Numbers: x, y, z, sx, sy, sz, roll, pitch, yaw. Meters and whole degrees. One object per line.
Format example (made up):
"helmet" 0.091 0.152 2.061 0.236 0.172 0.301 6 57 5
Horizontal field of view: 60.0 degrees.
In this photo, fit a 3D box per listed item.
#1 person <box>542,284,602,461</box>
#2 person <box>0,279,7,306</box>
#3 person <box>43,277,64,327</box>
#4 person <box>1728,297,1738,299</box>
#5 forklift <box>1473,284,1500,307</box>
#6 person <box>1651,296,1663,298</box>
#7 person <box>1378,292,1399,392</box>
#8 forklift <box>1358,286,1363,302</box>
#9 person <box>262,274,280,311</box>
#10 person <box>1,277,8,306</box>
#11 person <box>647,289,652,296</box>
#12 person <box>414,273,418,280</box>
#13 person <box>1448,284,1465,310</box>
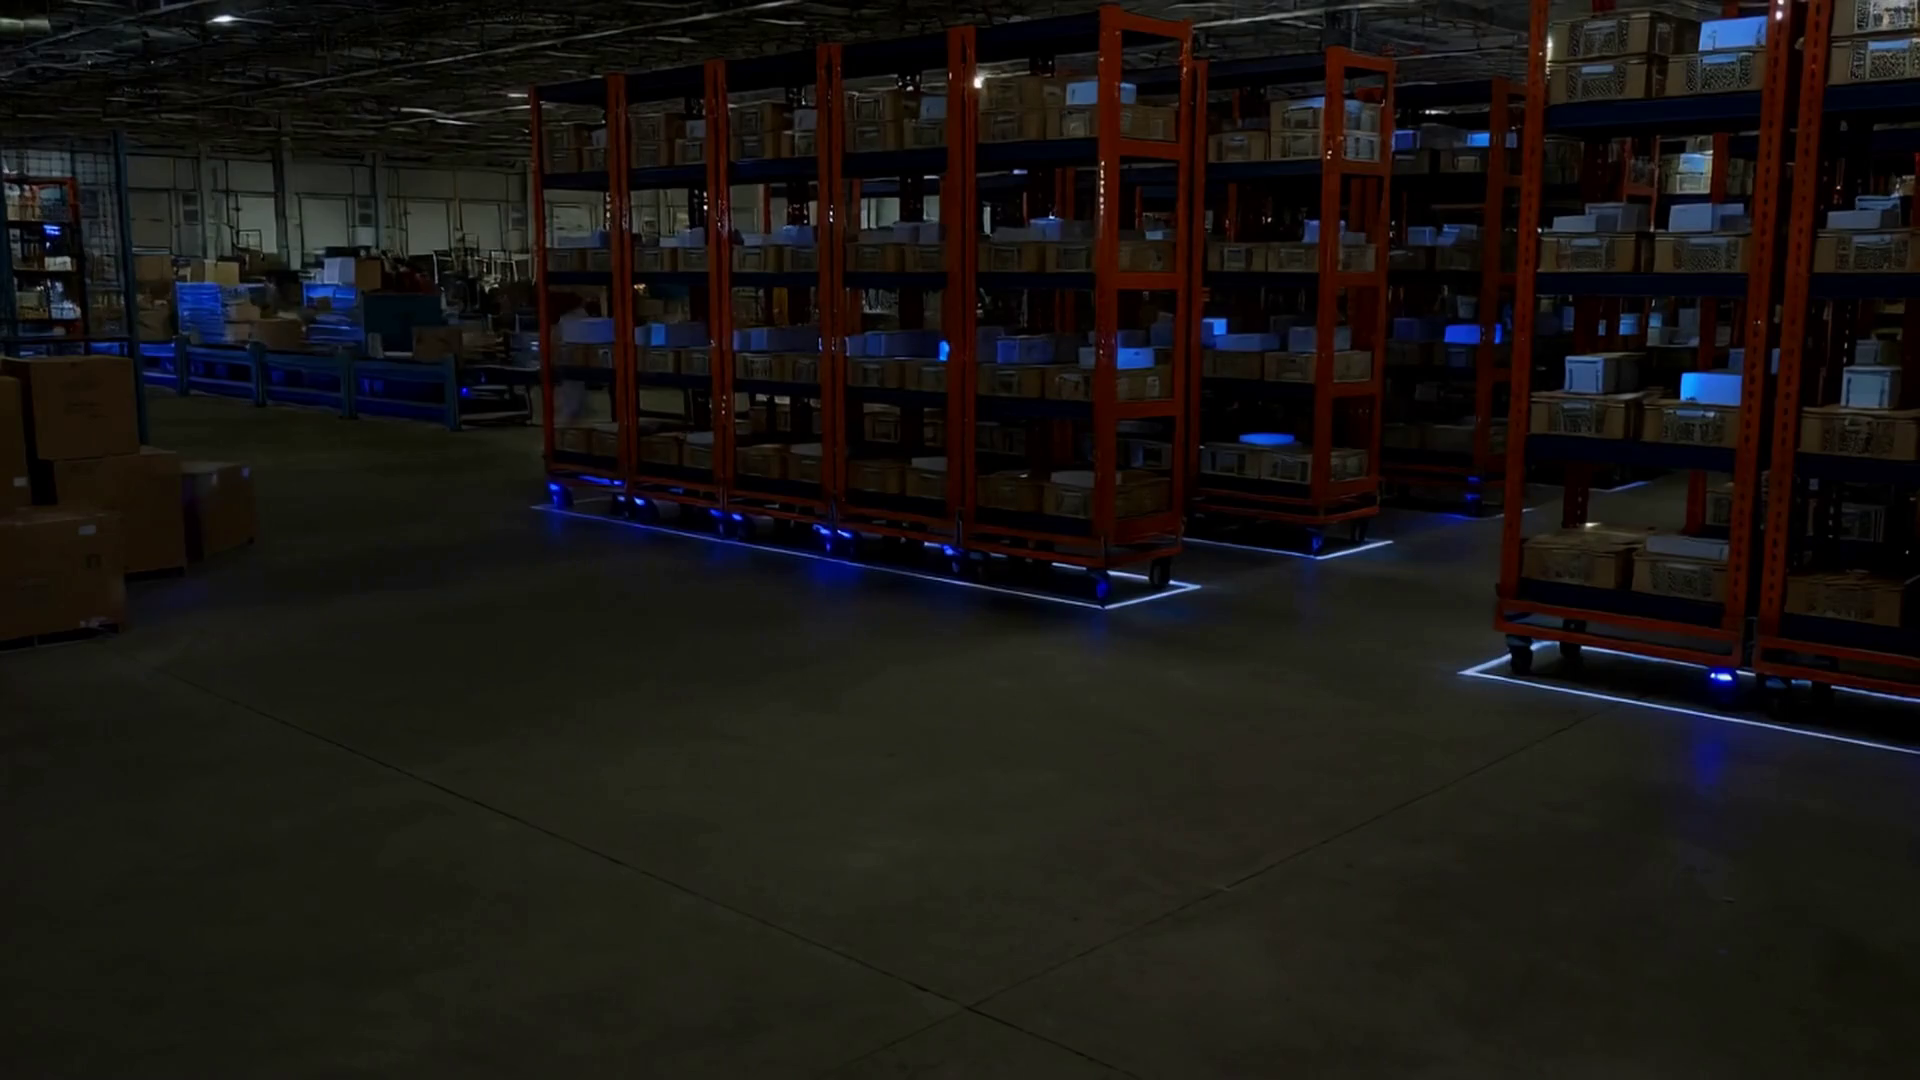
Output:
"person" -4.112 -1.778 17.743 0.659 1.929 1.054 9 13 43
"person" -41.805 -10.580 72.538 0.817 1.660 0.548 6 11 35
"person" -20.986 -5.155 38.637 0.521 1.873 0.334 -4 10 -24
"person" 13.512 -3.649 29.396 0.930 1.864 0.659 2 9 12
"forklift" 14.735 -6.940 46.495 1.873 2.768 1.129 9 13 43
"person" 15.460 -4.891 37.173 0.611 1.816 0.420 9 13 44
"person" 5.431 -2.244 21.060 0.577 1.788 0.628 7 11 35
"forklift" 11.100 -7.017 46.970 1.873 2.768 1.129 9 13 43
"person" -22.614 -7.769 54.566 0.581 1.902 0.555 7 11 36
"person" -45.700 -11.880 79.674 0.377 1.932 0.552 3 10 18
"person" -17.334 -14.090 93.413 1.041 1.887 0.650 -4 10 -23
"person" -28.096 -12.830 85.783 0.352 1.864 0.687 -1 9 -6
"person" 9.208 -3.860 30.804 0.401 1.837 0.565 4 10 24
